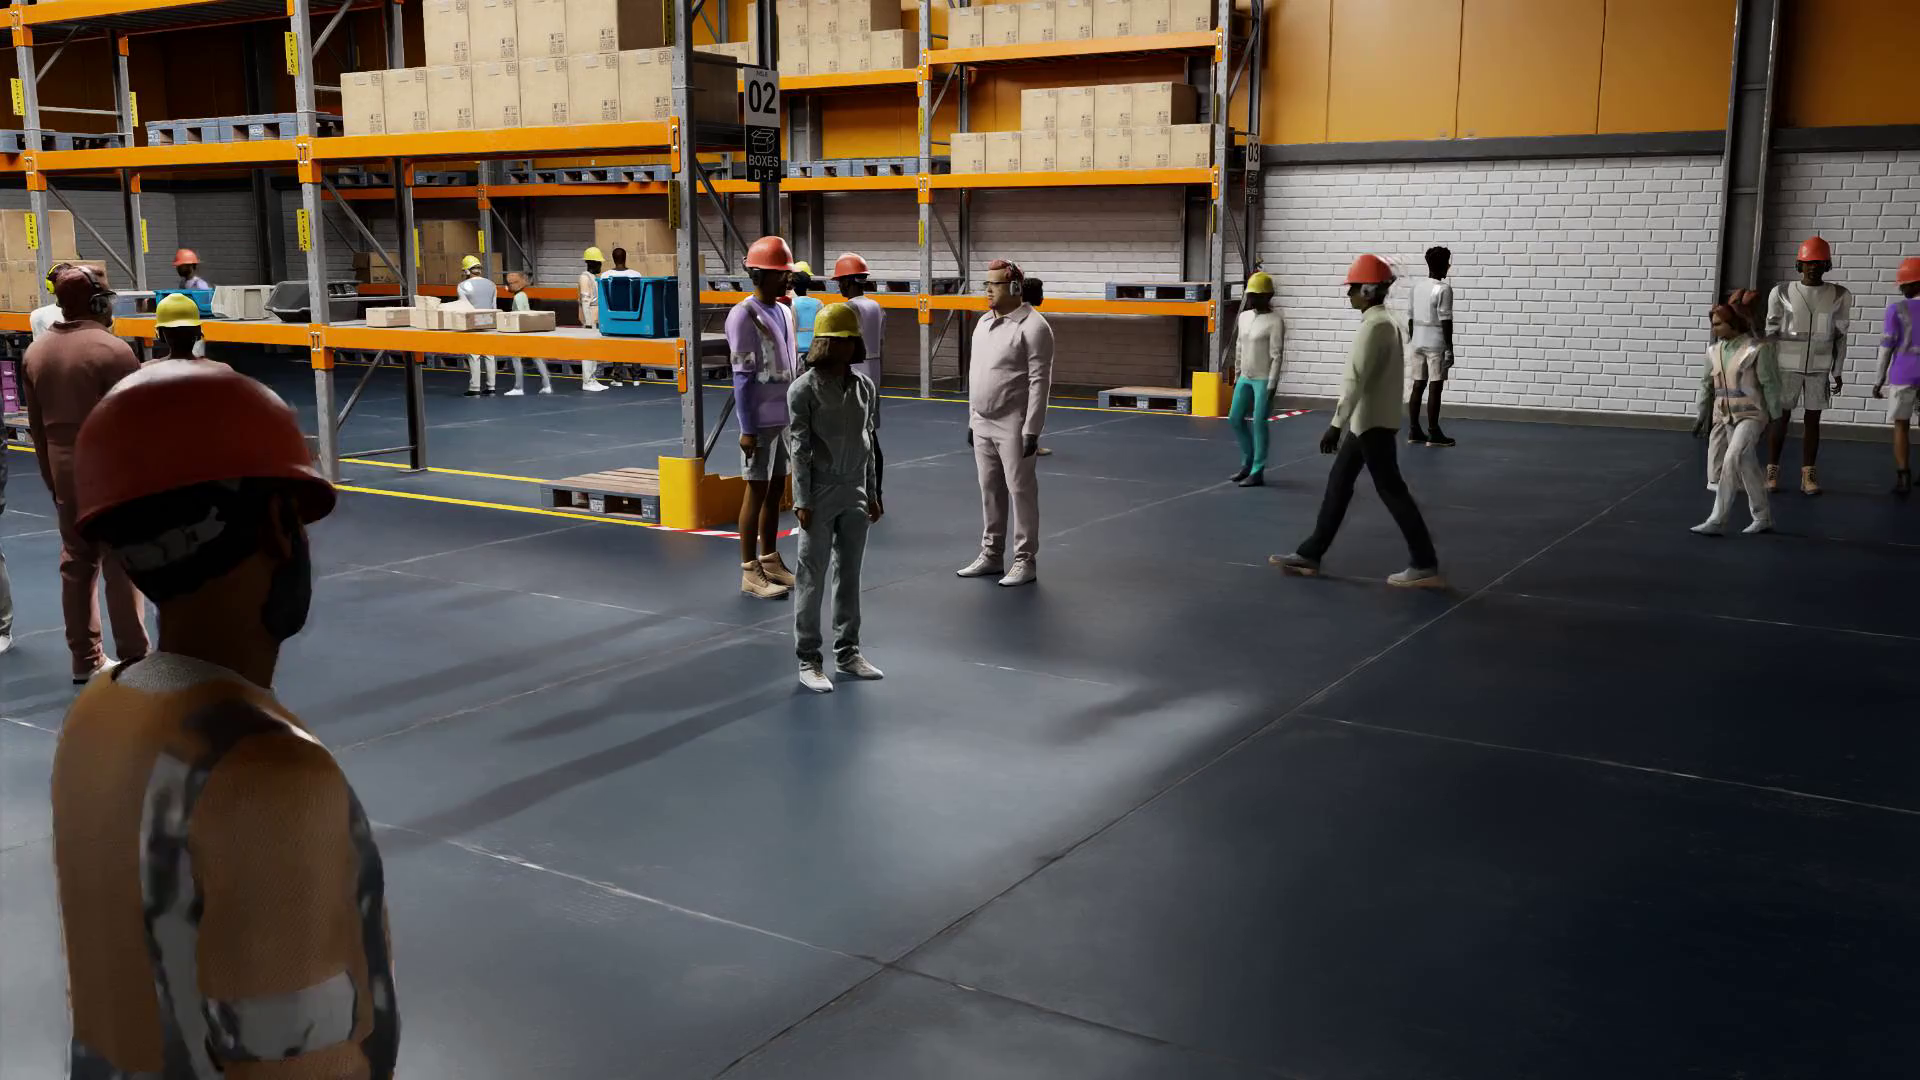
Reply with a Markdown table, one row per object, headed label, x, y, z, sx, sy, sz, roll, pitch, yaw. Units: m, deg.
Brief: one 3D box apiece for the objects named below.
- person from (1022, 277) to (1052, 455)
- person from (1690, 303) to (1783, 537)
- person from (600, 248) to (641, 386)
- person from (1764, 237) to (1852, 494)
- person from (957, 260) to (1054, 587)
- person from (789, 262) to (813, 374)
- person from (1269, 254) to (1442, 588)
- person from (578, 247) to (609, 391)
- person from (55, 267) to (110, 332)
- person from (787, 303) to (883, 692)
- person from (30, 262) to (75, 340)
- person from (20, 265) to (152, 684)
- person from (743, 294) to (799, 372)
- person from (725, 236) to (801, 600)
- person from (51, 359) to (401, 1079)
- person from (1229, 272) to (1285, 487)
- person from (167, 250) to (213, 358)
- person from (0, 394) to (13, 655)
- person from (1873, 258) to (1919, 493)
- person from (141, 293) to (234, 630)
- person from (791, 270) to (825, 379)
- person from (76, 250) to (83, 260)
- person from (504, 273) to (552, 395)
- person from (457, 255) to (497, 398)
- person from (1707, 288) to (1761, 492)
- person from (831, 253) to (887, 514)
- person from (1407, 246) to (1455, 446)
| label | x | y | z | sx | sy | sz | roll | pitch | yaw |
| --- | --- | --- | --- | --- | --- | --- | --- | --- | --- |
| person | 0.601 | -1.623 | 15.616 | 0.467 | 1.677 | 0.541 | -2 | 10 | -9 |
| person | 5.291 | -0.811 | 11.355 | 0.795 | 1.582 | 0.526 | -3 | 11 | -16 |
| person | -4.692 | -3.093 | 23.117 | 0.590 | 1.916 | 0.393 | -5 | 11 | -25 |
| person | 6.737 | -1.380 | 13.267 | 0.608 | 2.044 | 0.370 | 3 | 11 | 17 |
| person | 0.253 | -0.688 | 9.812 | 0.410 | 1.909 | 0.642 | -8 | 13 | -38 |
| person | -1.872 | -2.389 | 19.627 | 0.317 | 1.769 | 0.523 | -4 | 11 | -20 |
| person | 2.391 | -0.697 | 9.773 | 1.030 | 1.945 | 0.607 | 3 | 11 | 17 |
| person | -4.923 | -2.963 | 22.366 | 0.382 | 1.924 | 0.594 | 0 | 10 | 2 |
| person | -6.243 | -1.031 | 11.919 | 0.518 | 1.832 | 0.419 | 7 | 12 | 32 |
| person | -0.554 | -0.197 | 7.548 | 0.294 | 1.744 | 0.485 | 10 | 14 | 44 |
| person | -6.370 | -1.061 | 12.012 | 0.314 | 1.864 | 0.546 | 7 | 12 | 35 |
| person | -3.877 | -0.280 | 7.545 | 0.637 | 1.913 | 0.404 | 4 | 11 | 22 |
| person | -1.507 | -1.297 | 13.385 | 0.429 | 1.840 | 0.624 | 7 | 12 | 32 |
| person | -1.071 | -0.690 | 9.451 | 0.378 | 2.041 | 0.615 | 4 | 11 | 19 |
| person | -0.771 | 0.760 | 1.831 | 0.596 | 1.900 | 0.433 | 9 | 14 | 42 |
| person | 2.433 | -1.319 | 13.708 | 0.380 | 1.758 | 0.571 | -6 | 12 | -31 |
| person | -9.251 | -2.487 | 19.806 | 0.832 | 1.904 | 0.556 | -10 | 14 | -43 |
| person | -4.871 | -0.238 | 8.081 | 0.502 | 1.633 | 0.280 | 0 | 10 | 2 |
| person | 7.670 | -1.305 | 13.342 | 0.594 | 1.885 | 0.689 | 1 | 10 | 8 |
| person | -3.753 | -0.310 | 8.110 | 0.524 | 1.770 | 0.315 | -9 | 14 | -41 |
| person | -1.697 | -2.055 | 17.966 | 0.535 | 1.698 | 0.318 | -7 | 13 | -36 |
| person | -9.985 | -2.328 | 18.811 | 0.371 | 1.941 | 0.627 | 7 | 13 | 35 |
| person | -5.685 | -2.691 | 21.766 | 0.593 | 1.605 | 0.528 | -1 | 10 | -6 |
| person | -6.229 | -2.740 | 21.416 | 0.403 | 1.825 | 0.586 | 7 | 13 | 35 |
| person | 6.223 | -1.194 | 13.366 | 0.512 | 1.637 | 0.309 | -10 | 14 | -43 |
| person | -0.773 | -1.124 | 12.177 | 0.381 | 1.929 | 0.542 | 6 | 12 | 30 |
| person | 4.666 | -1.913 | 16.431 | 0.366 | 1.967 | 0.602 | -5 | 11 | -24 |
